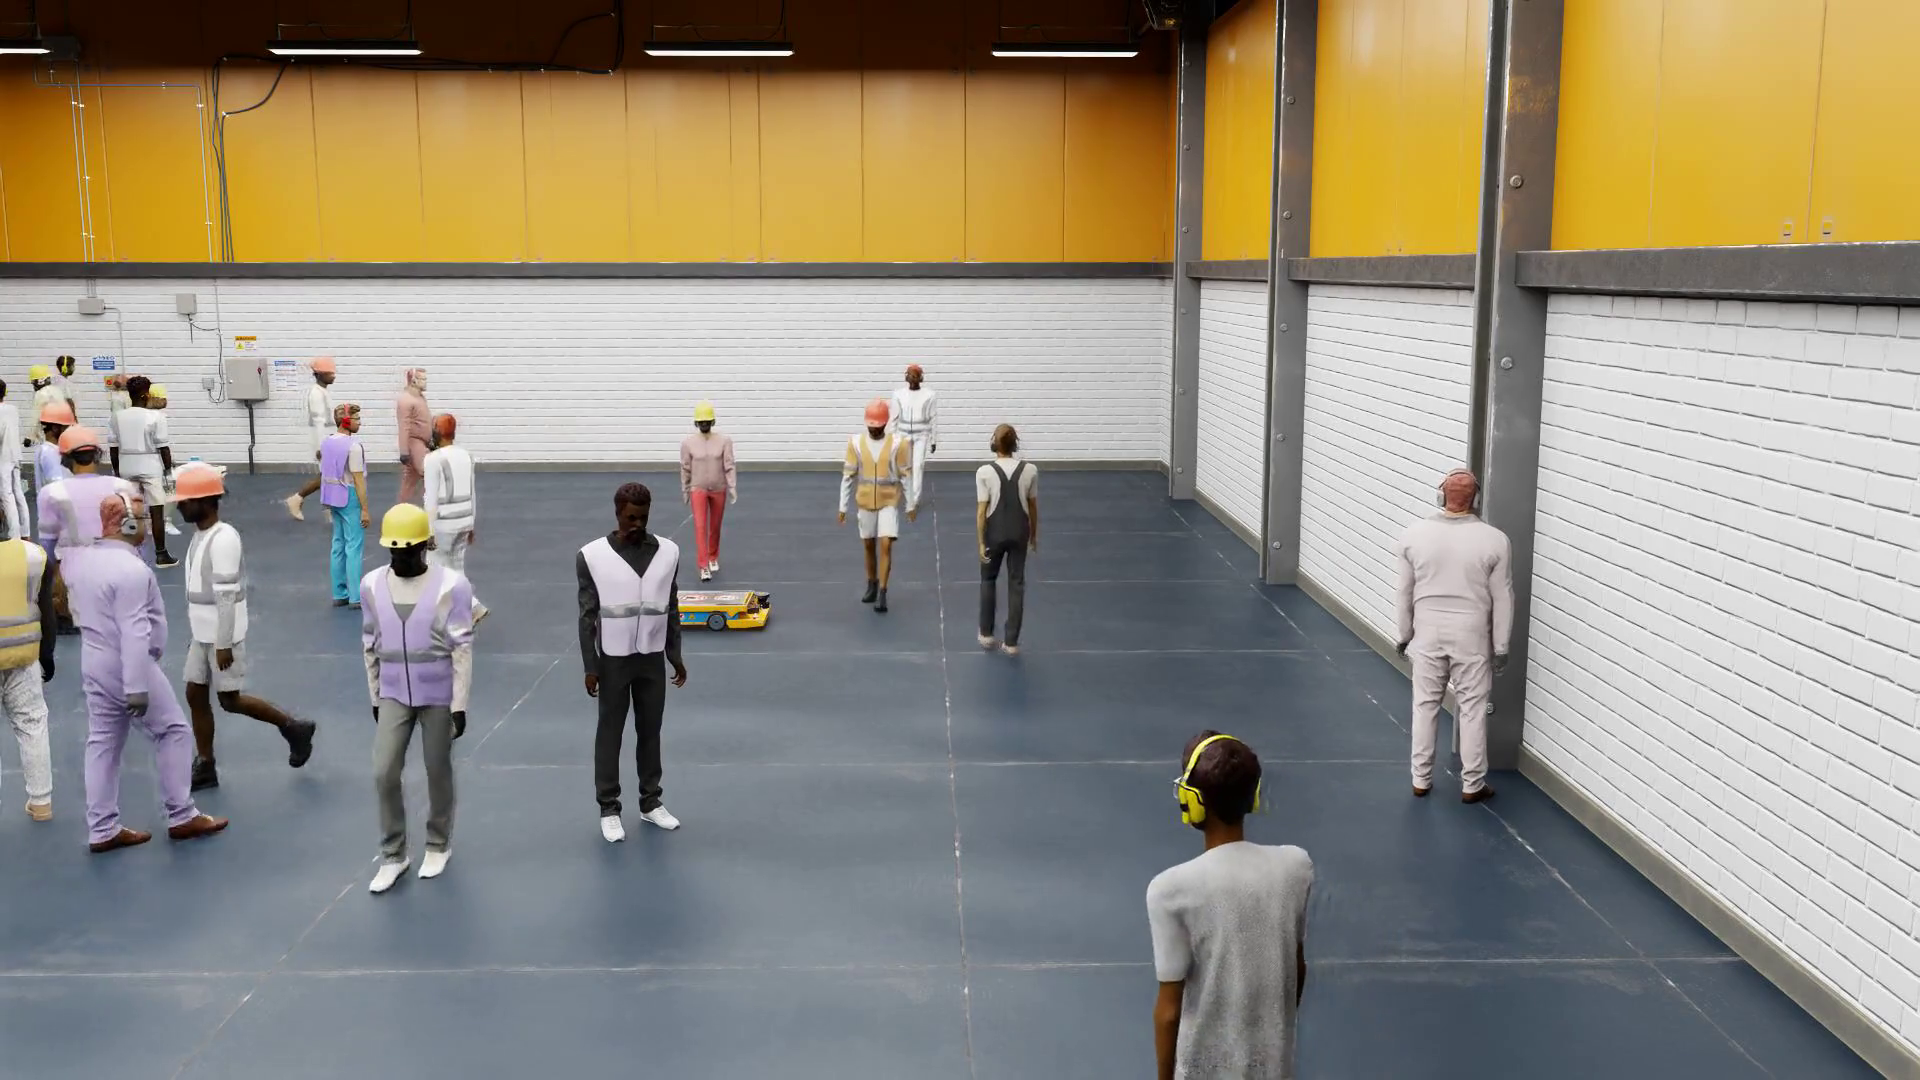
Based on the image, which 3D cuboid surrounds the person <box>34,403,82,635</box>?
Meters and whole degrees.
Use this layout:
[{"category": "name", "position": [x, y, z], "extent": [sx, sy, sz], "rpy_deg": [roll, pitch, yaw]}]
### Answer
[{"category": "person", "position": [-7.461, -0.175, 13.837], "extent": [0.365, 1.932, 0.543], "rpy_deg": [-6, 11, -34]}]

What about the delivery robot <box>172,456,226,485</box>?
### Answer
[{"category": "delivery robot", "position": [-10.091, -0.862, 21.965], "extent": [0.707, 0.478, 0.477], "rpy_deg": [-1, 9, -7]}]

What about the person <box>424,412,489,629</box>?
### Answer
[{"category": "person", "position": [-4.142, -0.112, 13.629], "extent": [0.490, 1.869, 0.599], "rpy_deg": [3, 10, 19]}]

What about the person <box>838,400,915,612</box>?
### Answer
[{"category": "person", "position": [-0.754, -0.309, 14.811], "extent": [0.662, 1.868, 0.953], "rpy_deg": [1, 9, 6]}]

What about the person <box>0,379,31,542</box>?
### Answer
[{"category": "person", "position": [-10.392, -0.834, 18.082], "extent": [0.331, 1.866, 0.513], "rpy_deg": [0, 9, 0]}]

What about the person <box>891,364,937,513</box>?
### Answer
[{"category": "person", "position": [-0.566, -1.295, 20.966], "extent": [0.579, 1.856, 0.874], "rpy_deg": [2, 9, 12]}]

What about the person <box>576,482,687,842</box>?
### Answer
[{"category": "person", "position": [-1.761, 0.633, 8.934], "extent": [0.587, 1.914, 0.392], "rpy_deg": [-7, 11, -36]}]

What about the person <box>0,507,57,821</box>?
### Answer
[{"category": "person", "position": [-5.222, 0.658, 8.998], "extent": [0.429, 1.843, 0.632], "rpy_deg": [8, 12, 39]}]

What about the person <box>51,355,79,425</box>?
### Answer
[{"category": "person", "position": [-12.505, -1.645, 23.129], "extent": [0.561, 1.841, 0.748], "rpy_deg": [8, 12, 40]}]

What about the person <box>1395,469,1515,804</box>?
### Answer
[{"category": "person", "position": [2.809, 0.545, 9.497], "extent": [0.682, 1.905, 0.405], "rpy_deg": [5, 11, 28]}]

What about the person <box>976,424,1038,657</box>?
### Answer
[{"category": "person", "position": [0.353, -0.017, 13.198], "extent": [0.525, 1.824, 0.699], "rpy_deg": [-1, 9, -9]}]

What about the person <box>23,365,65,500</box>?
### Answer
[{"category": "person", "position": [-11.919, -1.368, 21.570], "extent": [0.728, 1.795, 0.588], "rpy_deg": [-1, 9, -7]}]

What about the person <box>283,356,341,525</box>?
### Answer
[{"category": "person", "position": [-7.563, -1.155, 19.577], "extent": [0.698, 2.020, 0.635], "rpy_deg": [-2, 10, -13]}]

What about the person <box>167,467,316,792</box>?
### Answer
[{"category": "person", "position": [-4.250, 0.510, 9.698], "extent": [0.777, 1.913, 0.545], "rpy_deg": [-9, 13, -43]}]

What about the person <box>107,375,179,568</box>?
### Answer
[{"category": "person", "position": [-8.277, -0.685, 16.854], "extent": [0.612, 1.963, 0.361], "rpy_deg": [0, 9, 1]}]

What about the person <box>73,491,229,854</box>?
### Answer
[{"category": "person", "position": [-4.266, 0.678, 8.751], "extent": [0.673, 1.875, 0.798], "rpy_deg": [8, 12, 39]}]

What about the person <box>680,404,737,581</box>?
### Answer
[{"category": "person", "position": [-2.482, -0.490, 16.412], "extent": [0.524, 1.721, 0.910], "rpy_deg": [-3, 10, -17]}]

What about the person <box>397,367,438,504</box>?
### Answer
[{"category": "person", "position": [-6.294, -1.090, 19.585], "extent": [0.797, 1.877, 0.654], "rpy_deg": [-1, 9, -9]}]

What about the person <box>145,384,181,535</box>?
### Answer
[{"category": "person", "position": [-9.071, -0.906, 18.919], "extent": [0.590, 1.722, 0.502], "rpy_deg": [-1, 9, -4]}]

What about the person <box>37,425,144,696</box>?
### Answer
[{"category": "person", "position": [-5.908, 0.214, 11.329], "extent": [1.068, 1.983, 0.608], "rpy_deg": [9, 13, 44]}]

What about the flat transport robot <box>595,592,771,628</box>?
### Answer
[{"category": "flat transport robot", "position": [-2.364, 0.590, 14.218], "extent": [1.431, 0.197, 0.652], "rpy_deg": [0, 9, -1]}]

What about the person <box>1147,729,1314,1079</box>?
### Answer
[{"category": "person", "position": [0.692, 1.402, 4.497], "extent": [0.541, 1.830, 0.918], "rpy_deg": [-3, 10, -18]}]

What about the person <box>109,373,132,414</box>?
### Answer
[{"category": "person", "position": [-11.383, -1.455, 22.642], "extent": [0.407, 1.643, 0.517], "rpy_deg": [0, 9, 0]}]

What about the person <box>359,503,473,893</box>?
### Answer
[{"category": "person", "position": [-2.668, 0.769, 8.126], "extent": [0.585, 1.902, 0.684], "rpy_deg": [0, 9, 1]}]

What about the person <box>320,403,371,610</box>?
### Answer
[{"category": "person", "position": [-5.478, -0.295, 14.838], "extent": [0.570, 1.841, 0.373], "rpy_deg": [7, 12, 38]}]
